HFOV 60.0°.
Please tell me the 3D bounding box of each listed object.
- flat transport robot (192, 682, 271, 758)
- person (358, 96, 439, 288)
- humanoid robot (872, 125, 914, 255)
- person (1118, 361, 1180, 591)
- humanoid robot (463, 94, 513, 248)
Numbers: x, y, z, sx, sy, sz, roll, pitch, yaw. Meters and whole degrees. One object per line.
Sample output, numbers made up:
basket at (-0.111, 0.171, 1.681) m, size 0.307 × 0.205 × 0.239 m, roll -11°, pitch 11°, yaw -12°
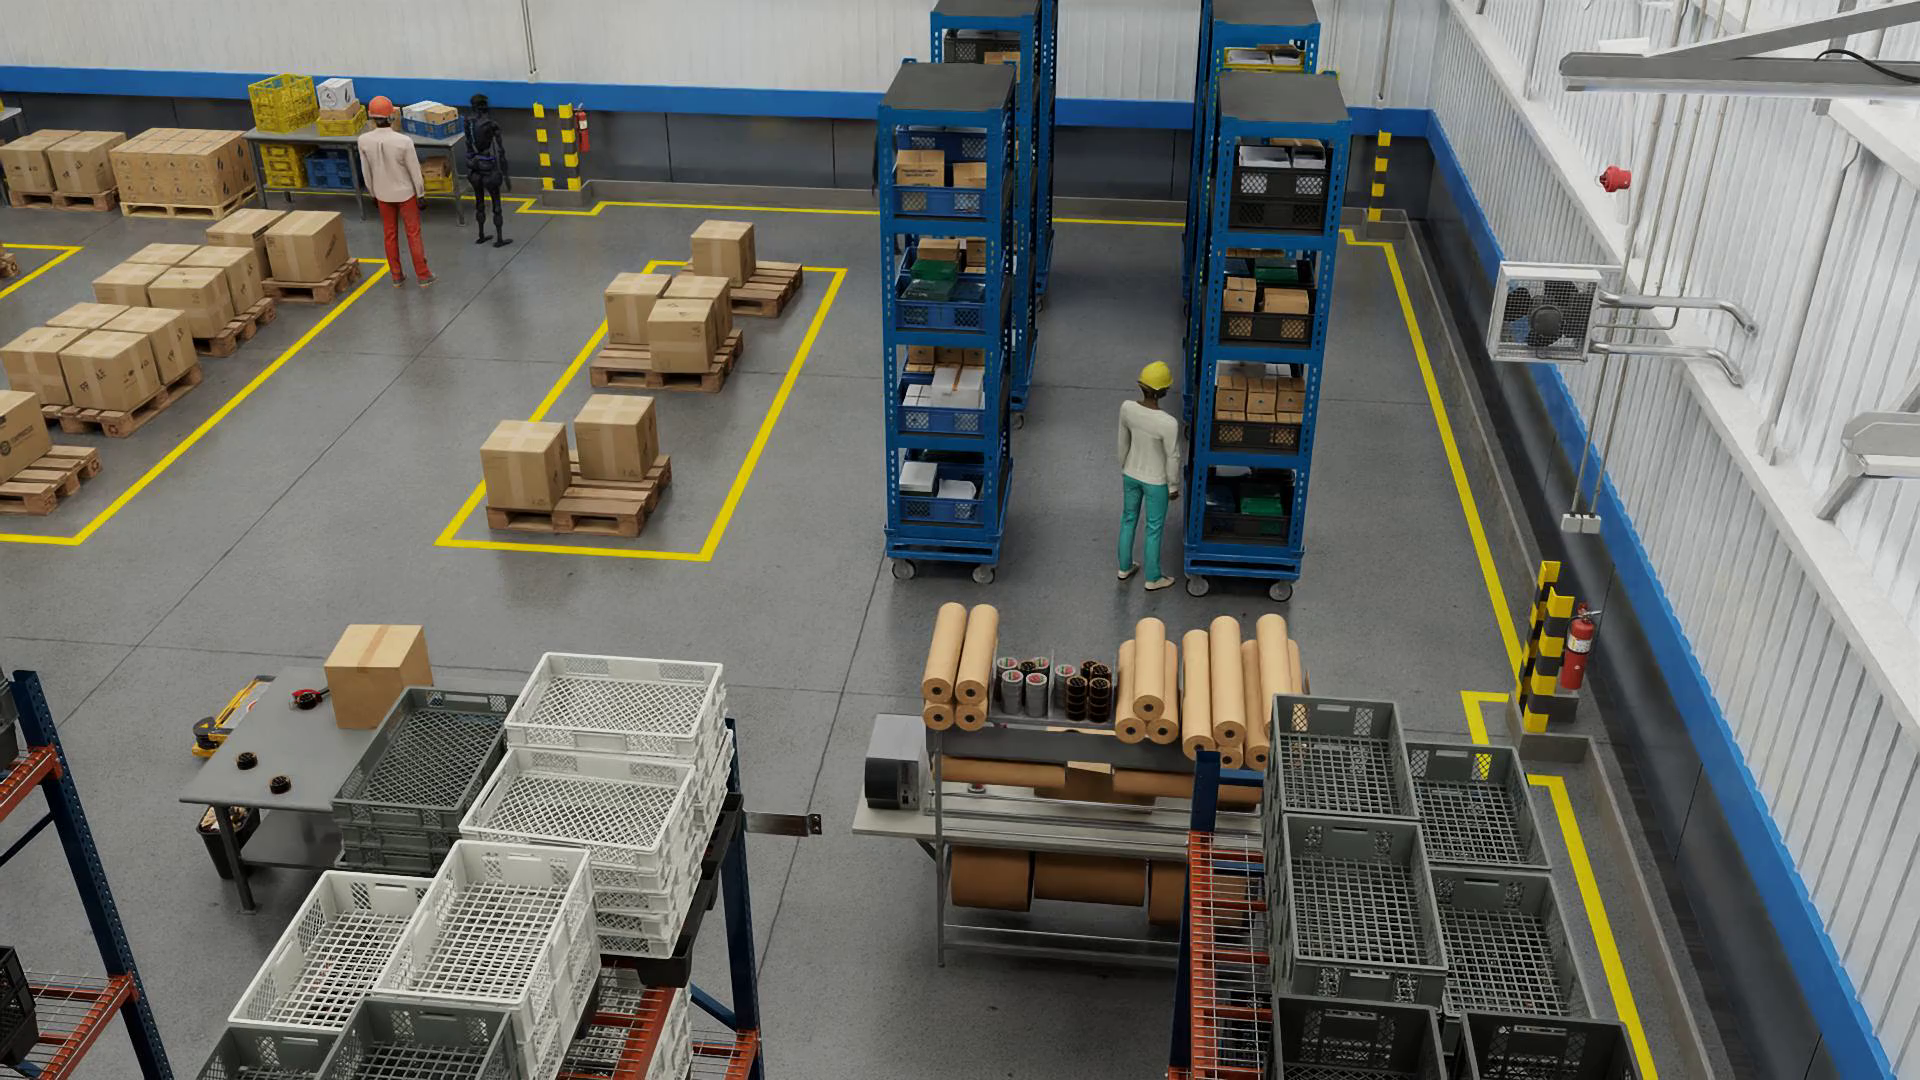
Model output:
flat transport robot at (-4.089, 1.163, 10.648) m, size 1.431 × 0.197 × 0.652 m, roll 3°, pitch 30°, yaw 6°
person at (-5.779, -3.556, 17.066) m, size 0.610 × 1.997 × 0.376 m, roll 3°, pitch 30°, yaw 5°
humanoid robot at (-0.627, -3.898, 17.962) m, size 0.652 × 1.652 × 0.388 m, roll -6°, pitch 31°, yaw -10°
person at (1.360, -0.461, 11.976) m, size 0.521 × 1.768 × 0.309 m, roll 26°, pitch 39°, yaw 36°
humanoid robot at (-5.208, -4.068, 18.259) m, size 0.570 × 1.650 × 0.339 m, roll 15°, pitch 34°, yaw 24°
